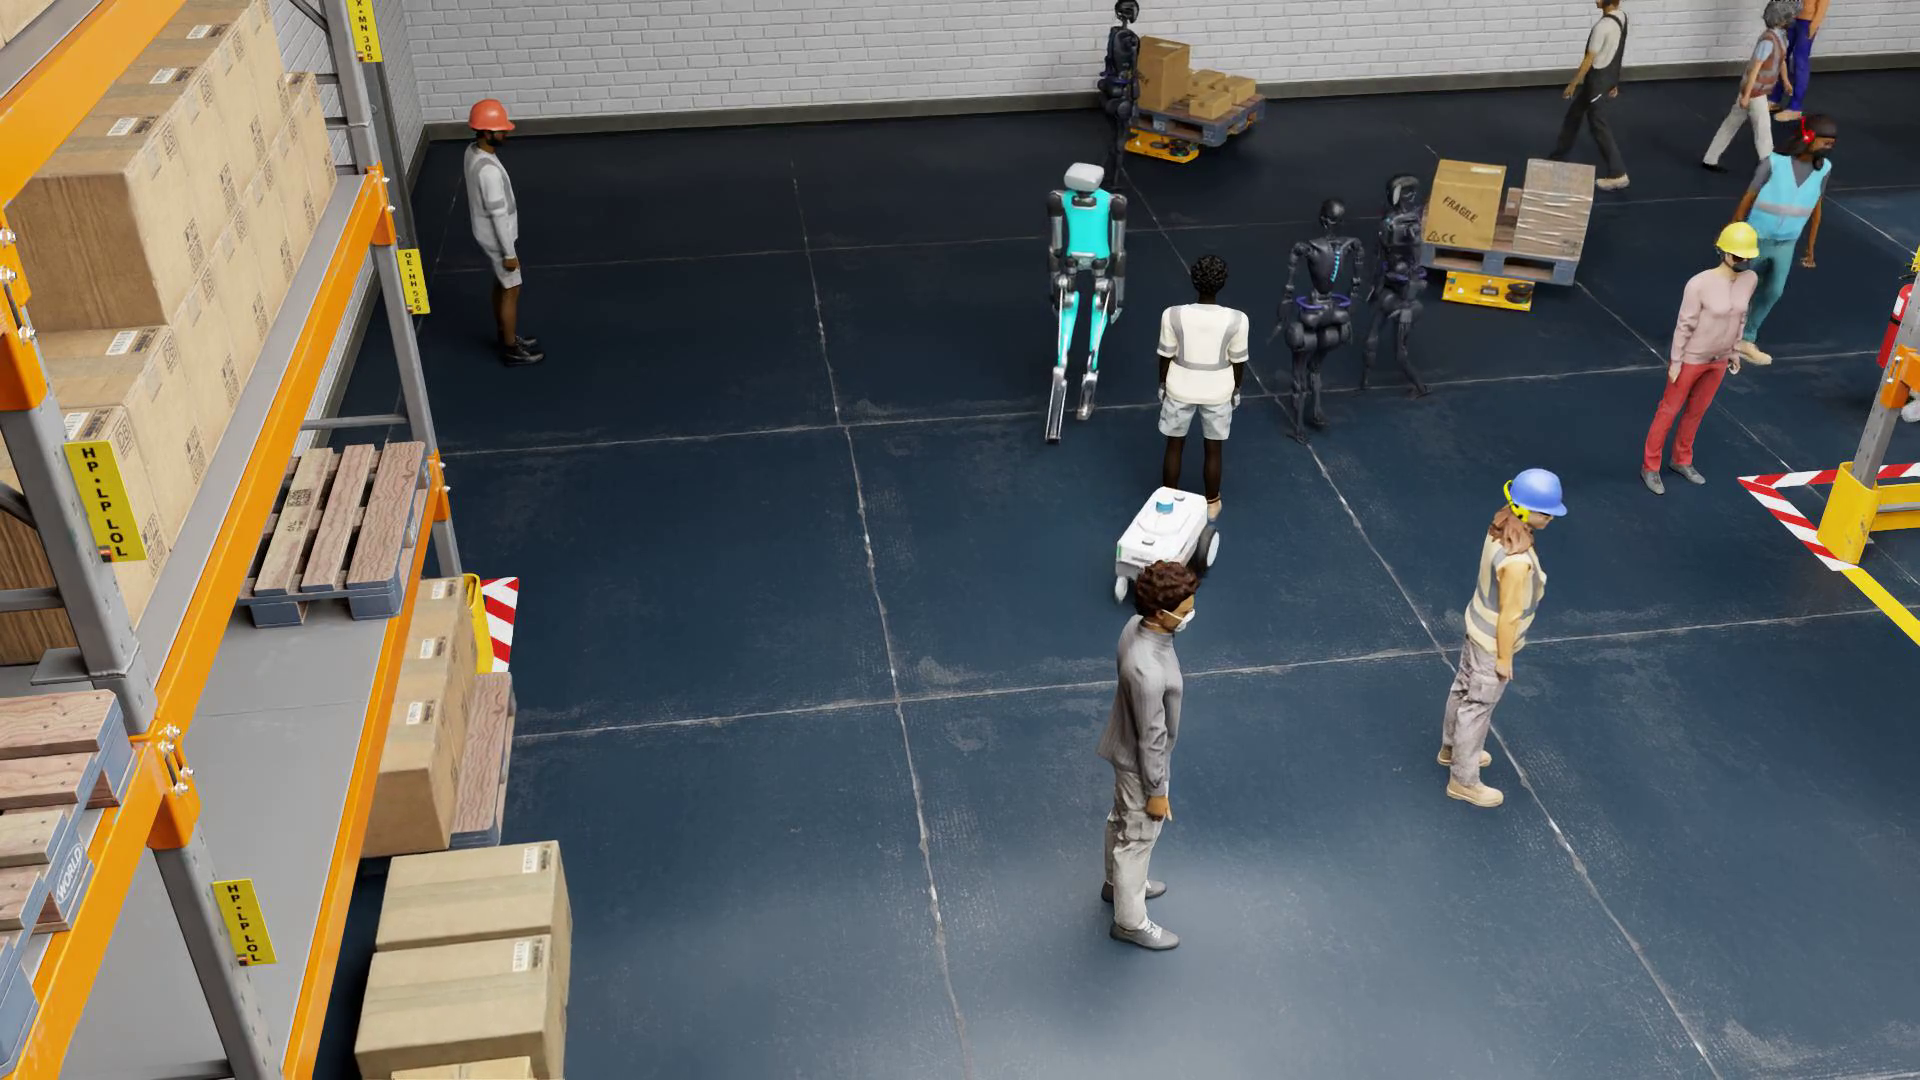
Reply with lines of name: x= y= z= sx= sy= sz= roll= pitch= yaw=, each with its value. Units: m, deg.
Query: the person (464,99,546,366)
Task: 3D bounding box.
person: x=-3.189 y=-2.127 z=11.604 sx=0.385 sy=1.924 sz=0.547 roll=-15 pitch=36 yaw=-22

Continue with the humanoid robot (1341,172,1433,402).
humanoid robot: x=2.957 y=-1.658 z=11.154 sx=0.611 sy=1.650 sz=0.595 roll=-4 pitch=33 yaw=-5

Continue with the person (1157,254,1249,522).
person: x=1.428 y=-0.886 z=9.911 sx=0.534 sy=1.692 sz=0.320 roll=5 pitch=33 yaw=8

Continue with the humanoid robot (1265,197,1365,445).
humanoid robot: x=2.285 y=-1.411 z=10.725 sx=0.594 sy=1.651 sz=0.332 roll=-9 pitch=34 yaw=-14

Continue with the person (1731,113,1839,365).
person: x=5.642 y=-2.109 z=11.654 sx=0.628 sy=1.843 sz=0.446 roll=2 pitch=33 yaw=3

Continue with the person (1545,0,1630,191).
person: x=5.633 y=-4.002 z=14.585 sx=0.910 sy=1.806 sz=0.499 roll=21 pitch=39 yaw=29

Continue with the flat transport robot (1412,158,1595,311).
flat transport robot: x=4.255 y=-2.219 z=13.253 sx=0.659 sy=0.231 sz=1.431 roll=11 pitch=35 yaw=16

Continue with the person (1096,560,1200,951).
person: x=0.766 y=0.901 z=6.984 sx=0.394 sy=1.897 sz=0.535 roll=-1 pitch=33 yaw=-1

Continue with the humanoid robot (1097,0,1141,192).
humanoid robot: x=1.384 y=-3.877 z=14.514 sx=0.336 sy=1.657 sz=0.596 roll=-13 pitch=35 yaw=-19

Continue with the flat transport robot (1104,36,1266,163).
flat transport robot: x=2.184 y=-3.939 z=15.889 sx=0.659 sy=0.231 sz=1.431 roll=20 pitch=38 yaw=28

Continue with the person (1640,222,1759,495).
person: x=4.564 y=-1.112 z=10.185 sx=0.524 sy=1.769 sz=0.313 roll=-11 pitch=35 yaw=-17

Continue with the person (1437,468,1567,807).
person: x=2.527 y=0.440 z=7.797 sx=0.323 sy=1.776 sz=0.464 roll=4 pitch=33 yaw=7

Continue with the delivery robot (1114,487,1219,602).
delivery robot: x=1.172 y=0.010 z=9.588 sx=0.499 sy=0.609 sz=0.805 roll=15 pitch=36 yaw=21

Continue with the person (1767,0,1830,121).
person: x=8.130 y=-5.074 z=16.075 sx=0.404 sy=1.971 sz=0.517 roll=-10 pitch=34 yaw=-14

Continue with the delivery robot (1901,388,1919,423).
delivery robot: x=6.717 y=-1.102 z=11.266 sx=0.757 sy=0.580 sz=0.499 roll=-2 pitch=33 yaw=-2

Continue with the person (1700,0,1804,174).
person: x=7.127 y=-3.958 z=14.653 sx=0.869 sy=1.639 sz=0.453 roll=19 pitch=37 yaw=26

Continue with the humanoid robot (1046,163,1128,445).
humanoid robot: x=0.740 y=-1.438 z=10.787 sx=0.561 sy=1.857 sz=0.832 roll=10 pitch=34 yaw=15
